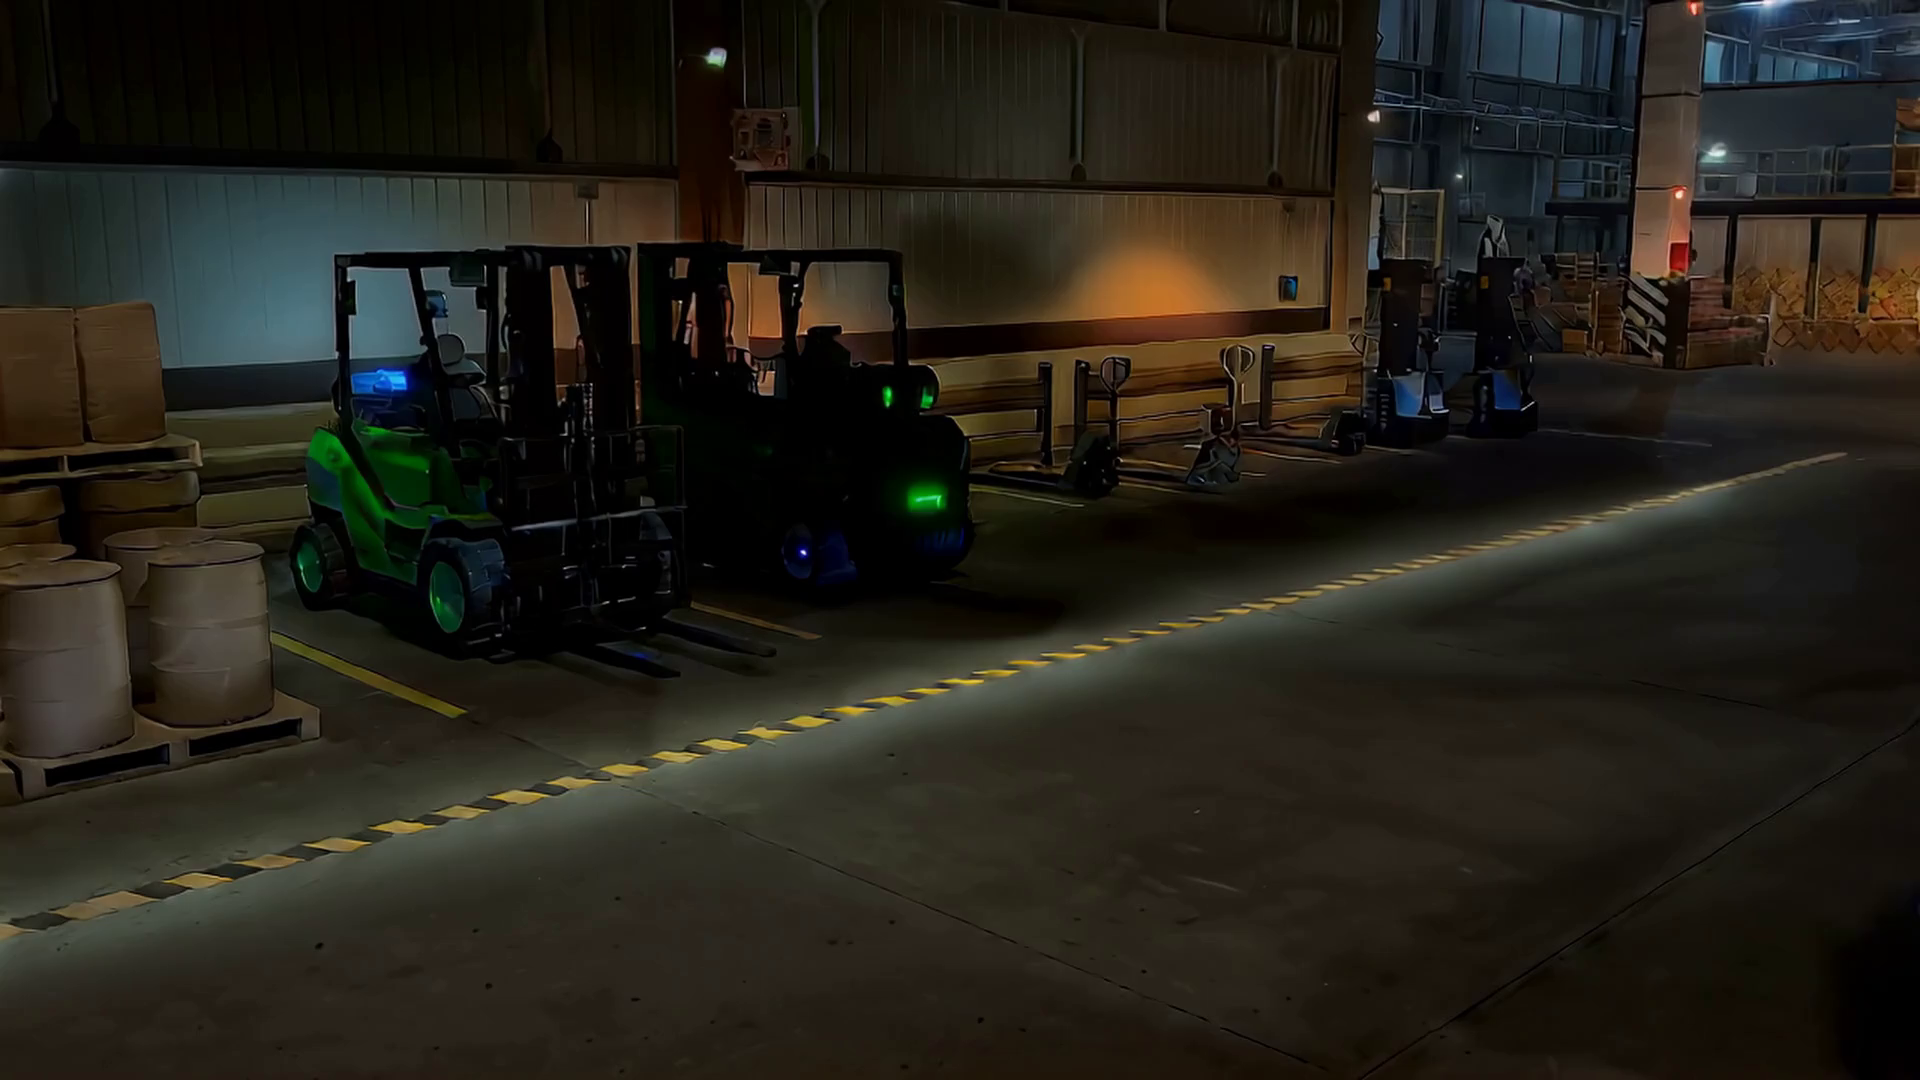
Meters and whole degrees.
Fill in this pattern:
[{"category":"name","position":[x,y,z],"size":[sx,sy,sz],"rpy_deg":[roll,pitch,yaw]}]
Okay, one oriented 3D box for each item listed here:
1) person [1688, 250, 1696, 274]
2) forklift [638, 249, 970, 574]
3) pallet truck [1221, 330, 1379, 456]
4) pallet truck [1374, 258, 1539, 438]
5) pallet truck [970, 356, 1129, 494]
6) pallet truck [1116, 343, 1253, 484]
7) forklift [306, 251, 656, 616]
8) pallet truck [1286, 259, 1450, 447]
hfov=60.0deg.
[{"category":"person","position":[19.390,-6.826,44.471],"size":[0.585,1.863,0.755],"rpy_deg":[-9,14,-41]},{"category":"forklift","position":[-1.173,-0.958,11.239],"size":[2.680,1.987,1.157],"rpy_deg":[10,14,43]},{"category":"pallet truck","position":[3.563,-1.581,17.381],"size":[0.653,1.274,1.630],"rpy_deg":[-10,14,-44]},{"category":"pallet truck","position":[5.704,-2.208,18.901],"size":[1.885,1.965,0.823],"rpy_deg":[10,14,43]},{"category":"pallet truck","position":[0.784,-1.085,14.876],"size":[0.680,1.201,1.601],"rpy_deg":[-10,14,-44]},{"category":"pallet truck","position":[1.962,-1.215,15.415],"size":[1.522,1.261,0.704],"rpy_deg":[10,14,43]},{"category":"forklift","position":[-2.833,-0.669,9.694],"size":[1.157,1.987,2.680],"rpy_deg":[-10,14,-44]},{"category":"pallet truck","position":[4.493,-2.078,18.196],"size":[0.823,1.965,1.885],"rpy_deg":[-9,14,-40]}]
